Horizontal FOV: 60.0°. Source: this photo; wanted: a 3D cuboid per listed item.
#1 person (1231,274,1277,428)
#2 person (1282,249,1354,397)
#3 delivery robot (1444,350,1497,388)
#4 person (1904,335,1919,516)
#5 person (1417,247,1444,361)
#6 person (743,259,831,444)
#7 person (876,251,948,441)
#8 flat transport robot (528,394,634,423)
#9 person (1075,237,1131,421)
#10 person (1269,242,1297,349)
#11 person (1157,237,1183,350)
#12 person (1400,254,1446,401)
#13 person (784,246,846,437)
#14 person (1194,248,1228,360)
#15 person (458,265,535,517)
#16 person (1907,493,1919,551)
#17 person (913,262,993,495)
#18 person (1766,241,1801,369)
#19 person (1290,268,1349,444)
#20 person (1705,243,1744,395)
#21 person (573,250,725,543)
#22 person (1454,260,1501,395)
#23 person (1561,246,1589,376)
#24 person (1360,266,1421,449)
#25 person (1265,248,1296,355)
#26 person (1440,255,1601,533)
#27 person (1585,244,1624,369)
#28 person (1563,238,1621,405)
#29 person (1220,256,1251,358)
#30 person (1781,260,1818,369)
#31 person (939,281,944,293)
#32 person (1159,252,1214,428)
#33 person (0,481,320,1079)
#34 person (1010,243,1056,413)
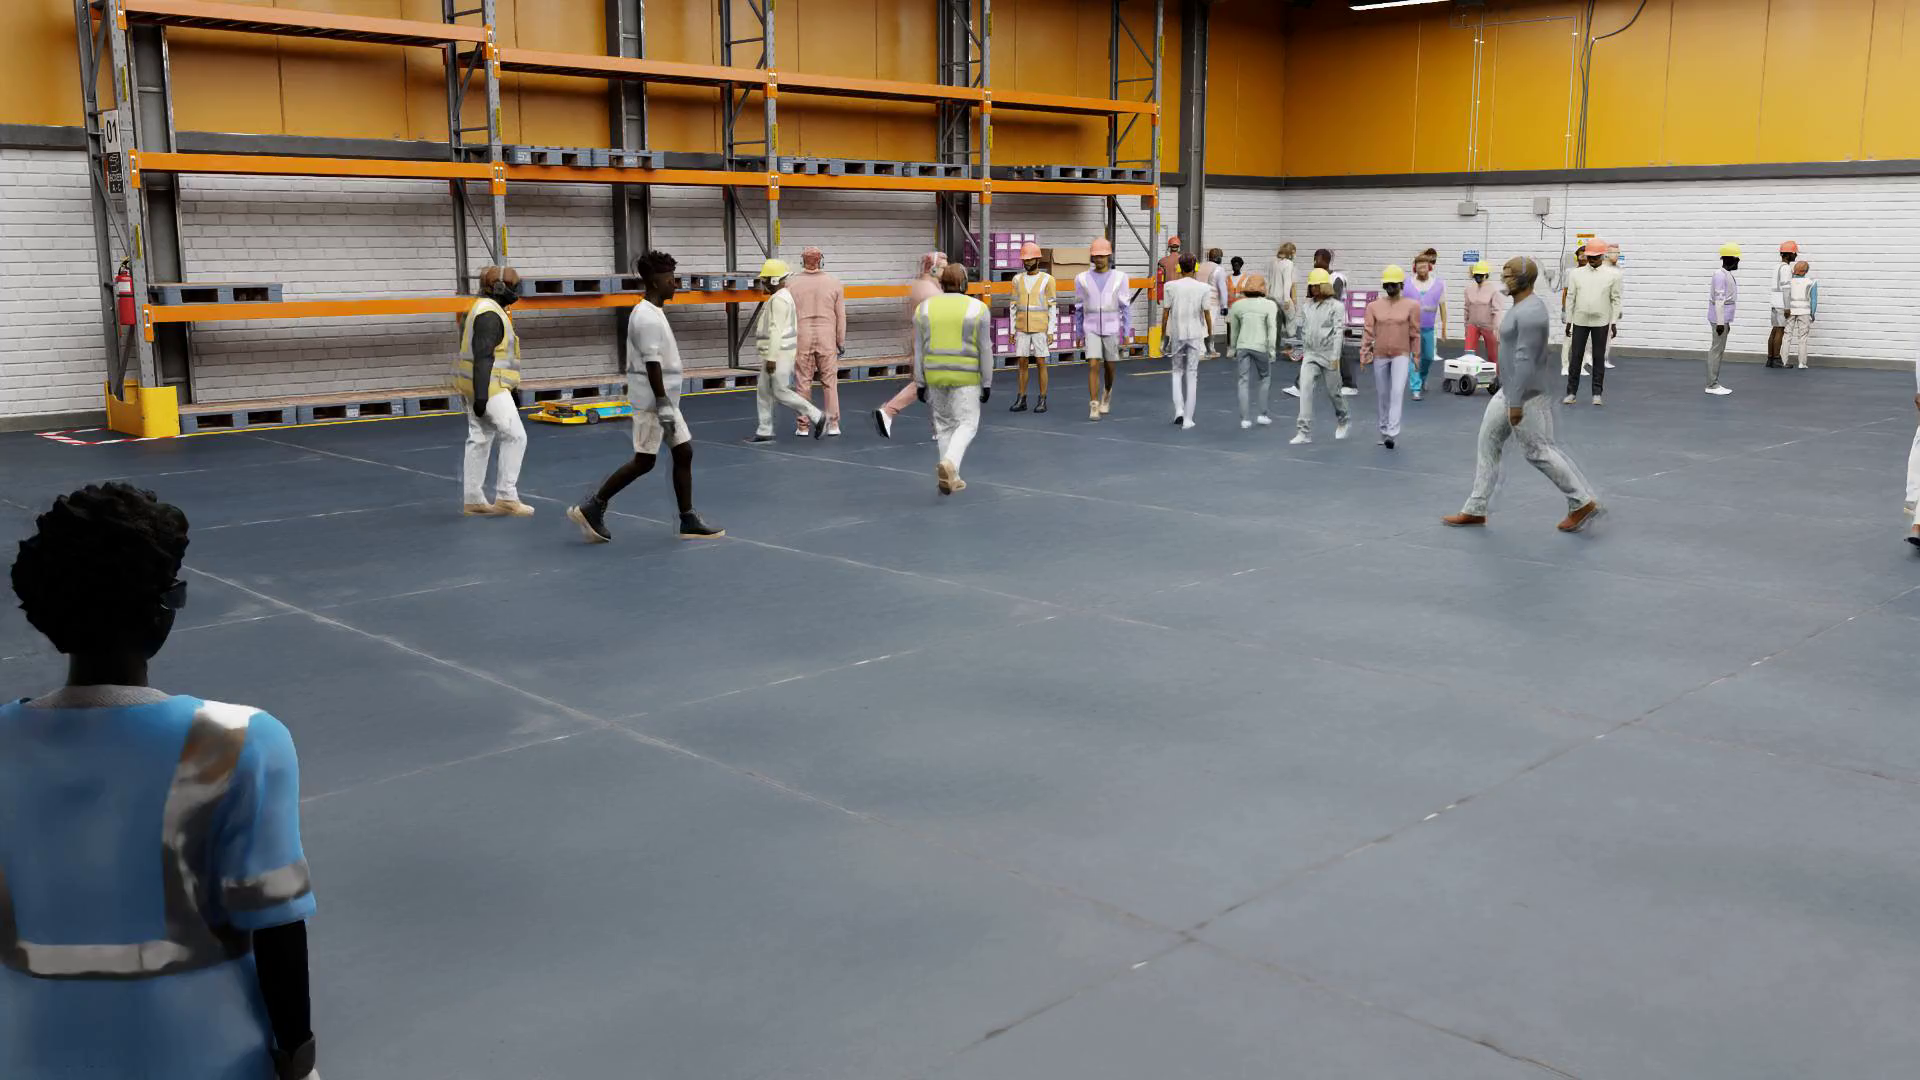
[{"bbox_3d":[3.124,-2.002,17.613,0.527,1.606,0.637,5,12,27],"label":"person"},{"bbox_3d":[4.577,-2.719,20.897,1.054,1.854,0.591,-6,12,-29],"label":"person"},{"bbox_3d":[6.522,-2.185,21.255,0.477,0.478,0.707,-4,11,-20],"label":"delivery robot"},{"bbox_3d":[7.122,-1.101,11.976,0.583,1.882,0.337,-3,11,-18],"label":"person"},{"bbox_3d":[7.547,-3.849,27.115,0.508,1.836,0.834,-6,12,-30],"label":"person"},{"bbox_3d":[-1.686,-1.803,16.035,0.776,1.802,0.589,-2,11,-9],"label":"person"},{"bbox_3d":[-0.372,-1.880,16.256,0.814,1.872,0.652,-3,11,-16],"label":"person"},{"bbox_3d":[-3.953,-1.449,18.273,0.652,0.197,1.431,9,14,41],"label":"flat transport robot"},{"bbox_3d":[1.582,-2.353,18.496,0.623,2.010,1.011,1,10,7],"label":"person"},{"bbox_3d":[5.484,-4.045,27.996,0.823,1.892,0.710,-4,11,-19],"label":"person"},{"bbox_3d":[3.774,-4.347,29.381,0.623,1.989,0.400,-1,10,-5],"label":"person"},{"bbox_3d":[5.714,-2.651,20.671,0.604,1.802,0.869,1,10,6],"label":"person"},{"bbox_3d":[-1.465,-1.989,16.756,0.636,1.911,0.405,-1,10,-6],"label":"person"},{"bbox_3d":[4.130,-3.832,27.083,0.762,1.809,0.652,-7,12,-33],"label":"person"},{"bbox_3d":[-3.345,-1.063,12.014,0.670,1.809,0.625,-4,11,-21],"label":"person"},{"bbox_3d":[6.471,-0.852,10.643,1.025,1.890,0.649,-9,14,-41],"label":"person"},{"bbox_3d":[-0.069,-1.230,12.874,0.632,1.821,0.742,4,11,18],"label":"person"},{"bbox_3d":[12.566,-3.584,25.372,0.359,1.938,0.545,2,11,10],"label":"person"},{"bbox_3d":[3.569,-1.809,16.309,0.500,1.711,0.823,9,14,40],"label":"person"},{"bbox_3d":[9.749,-2.821,21.235,0.366,1.927,0.591,6,12,29],"label":"person"},{"bbox_3d":[-2.073,-0.933,10.933,0.912,1.933,0.605,0,10,-2],"label":"person"},{"bbox_3d":[6.690,-2.712,21.249,0.538,1.718,0.864,9,14,42],"label":"person"},{"bbox_3d":[8.947,-3.305,24.033,0.508,1.872,0.329,0,10,1],"label":"person"},{"bbox_3d":[4.069,-1.725,15.801,0.537,1.728,0.815,5,12,26],"label":"person"},{"bbox_3d":[5.326,-4.005,28.016,0.897,1.796,0.656,-2,11,-13],"label":"person"},{"bbox_3d":[3.897,-0.991,11.361,1.000,1.902,0.639,2,11,9],"label":"person"},{"bbox_3d":[9.838,-3.546,25.276,0.680,1.891,0.423,-5,12,-27],"label":"person"},{"bbox_3d":[7.566,-2.610,19.926,0.613,1.985,0.402,5,12,26],"label":"person"},{"bbox_3d":[4.563,-3.850,27.497,0.550,1.680,0.402,4,11,22],"label":"person"},{"bbox_3d":[12.705,-3.410,25.235,0.518,1.640,0.307,7,12,33],"label":"person"},{"bbox_3d":[-0.149,-2.814,22.016,0.550,1.625,0.331,5,12,25],"label":"person"},{"bbox_3d":[2.398,-2.104,17.553,0.573,1.842,0.491,2,11,13],"label":"person"},{"bbox_3d":[-1.179,0.736,2.497,0.553,1.671,0.683,-1,10,-3],"label":"person"},{"bbox_3d":[0.815,-2.420,19.024,0.551,1.935,0.372,5,11,24],"label":"person"}]
